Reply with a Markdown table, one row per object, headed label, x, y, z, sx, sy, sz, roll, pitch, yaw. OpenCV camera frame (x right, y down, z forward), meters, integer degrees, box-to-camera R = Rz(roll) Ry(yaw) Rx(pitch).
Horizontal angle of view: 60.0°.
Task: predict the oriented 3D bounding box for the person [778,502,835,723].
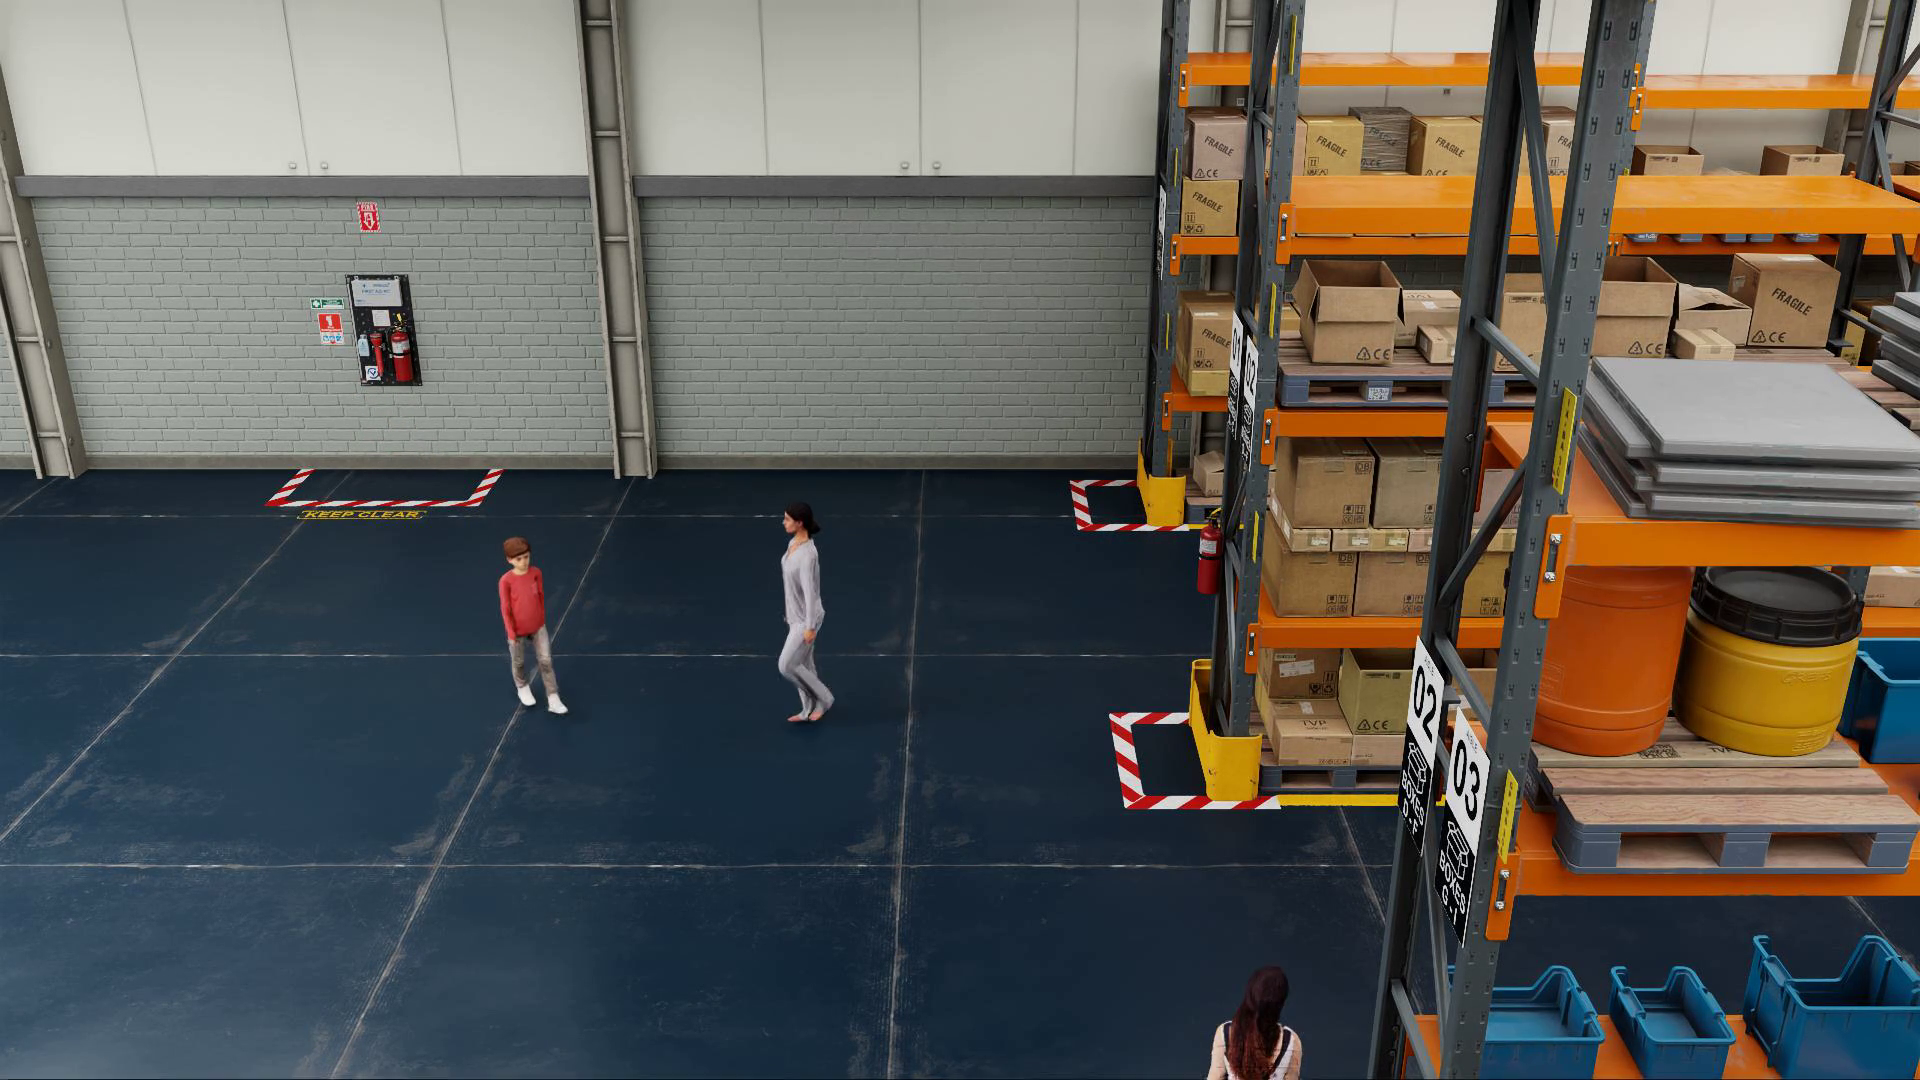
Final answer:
| label | x | y | z | sx | sy | sz | roll | pitch | yaw |
| --- | --- | --- | --- | --- | --- | --- | --- | --- | --- |
| person | -1.066 | 0.553 | 12.200 | 0.750 | 1.757 | 0.709 | -8 | 24 | -17 |

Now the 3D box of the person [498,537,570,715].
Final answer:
| label | x | y | z | sx | sy | sz | roll | pitch | yaw |
| --- | --- | --- | --- | --- | --- | --- | --- | --- | --- |
| person | -3.298 | 0.620 | 12.505 | 0.862 | 1.393 | 0.860 | -15 | 27 | -31 |

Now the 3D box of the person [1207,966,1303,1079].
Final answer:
| label | x | y | z | sx | sy | sz | roll | pitch | yaw |
| --- | --- | --- | --- | --- | --- | --- | --- | --- | --- |
| person | 1.296 | 2.684 | 7.379 | 0.962 | 1.608 | 0.631 | -1 | 23 | -2 |
